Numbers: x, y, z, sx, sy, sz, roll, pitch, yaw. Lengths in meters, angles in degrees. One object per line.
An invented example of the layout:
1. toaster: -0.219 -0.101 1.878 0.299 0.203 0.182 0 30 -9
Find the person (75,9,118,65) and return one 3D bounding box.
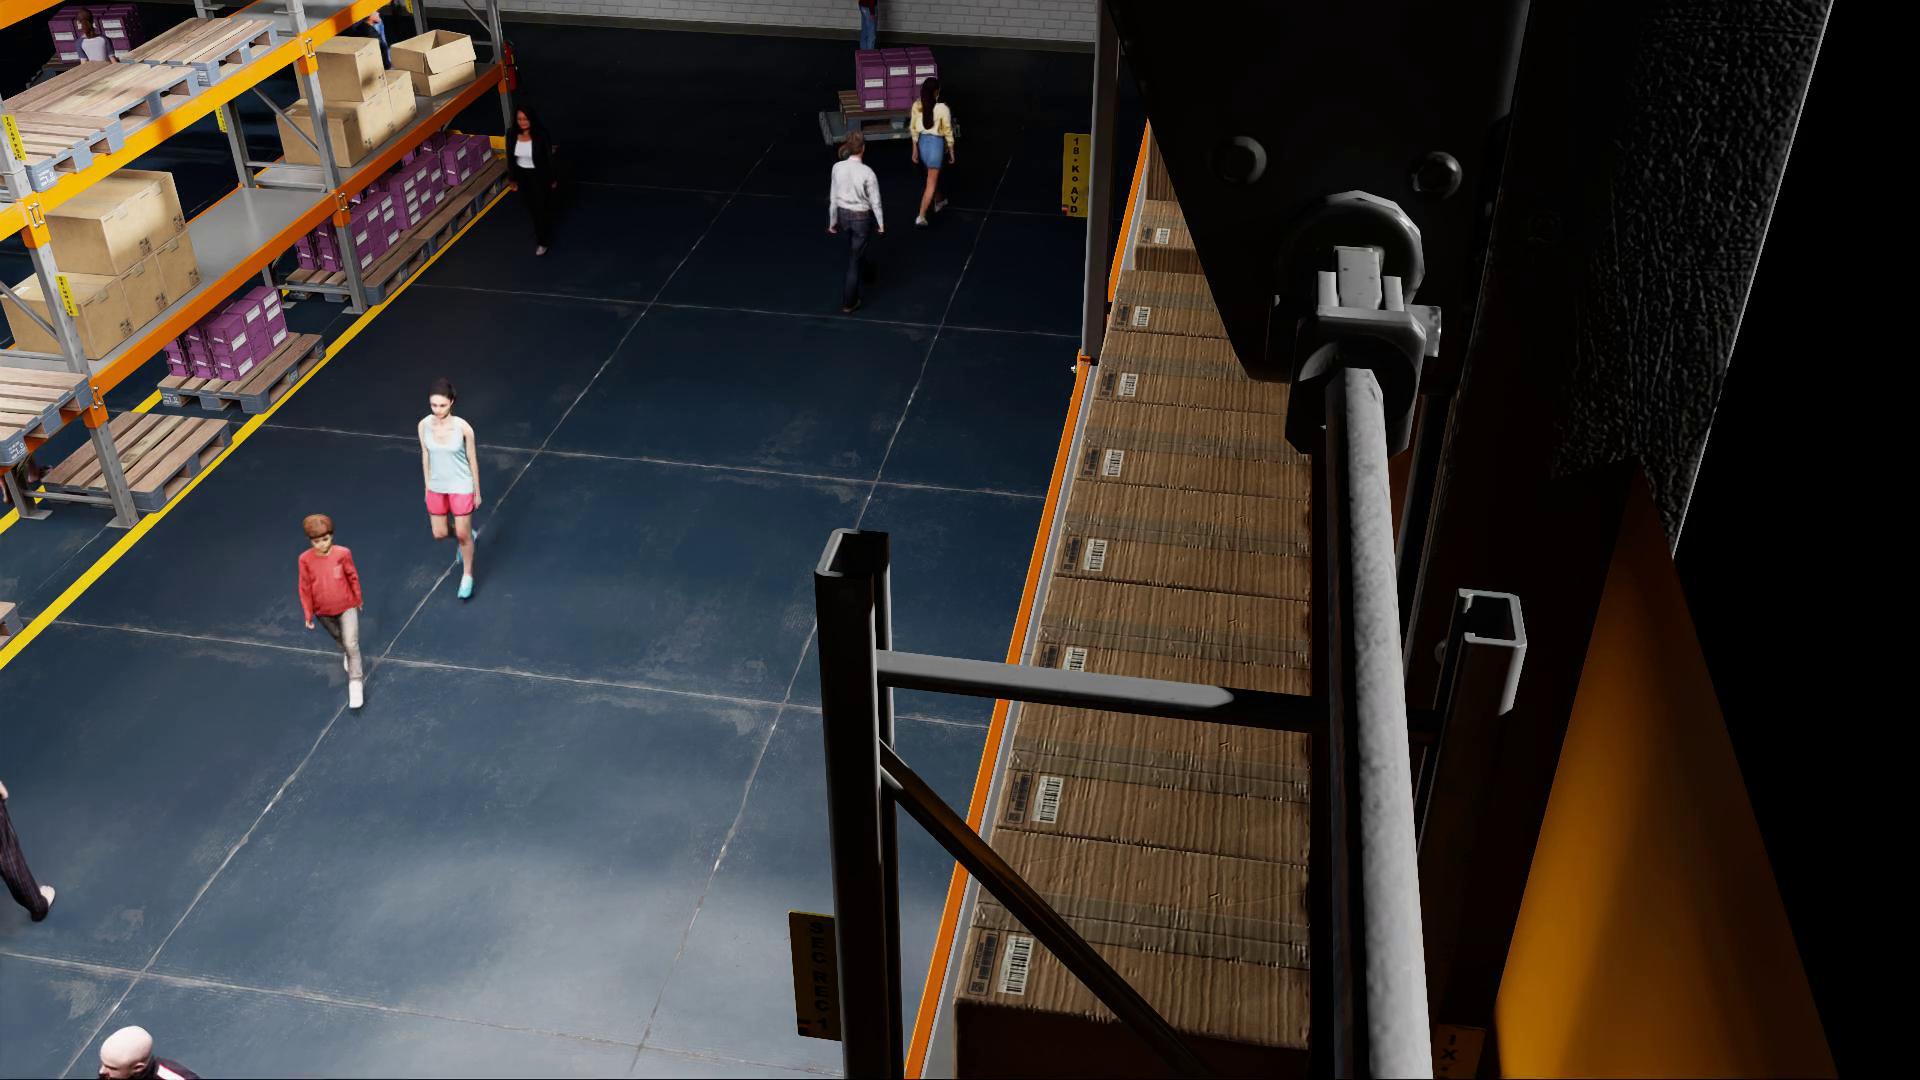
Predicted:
1. person: -10.266 -5.476 19.950 0.676 1.766 0.720 -17 37 -24

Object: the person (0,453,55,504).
1. person: -7.873 -0.995 13.420 0.561 1.532 0.772 2 34 3

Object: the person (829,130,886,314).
1. person: -1.071 -3.104 16.362 0.878 1.787 1.157 15 36 21

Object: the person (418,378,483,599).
1. person: -3.730 -0.414 12.351 0.650 1.749 0.806 5 34 7

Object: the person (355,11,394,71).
1. person: -7.113 -5.563 20.058 1.039 1.792 0.980 -21 39 -28

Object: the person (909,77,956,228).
1. person: -0.337 -4.211 18.202 0.851 1.594 1.200 15 36 21

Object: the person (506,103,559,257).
1. person: -4.538 -3.892 17.737 0.759 1.578 1.134 1 34 2

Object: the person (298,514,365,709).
1. person: -4.306 0.404 11.450 0.754 1.383 1.025 -6 34 -9

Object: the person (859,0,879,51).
1. person: -1.252 -7.292 22.801 0.744 1.635 0.637 -13 36 -19

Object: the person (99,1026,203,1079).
1. person: -3.481 2.787 7.457 0.696 1.834 0.611 10 35 14
